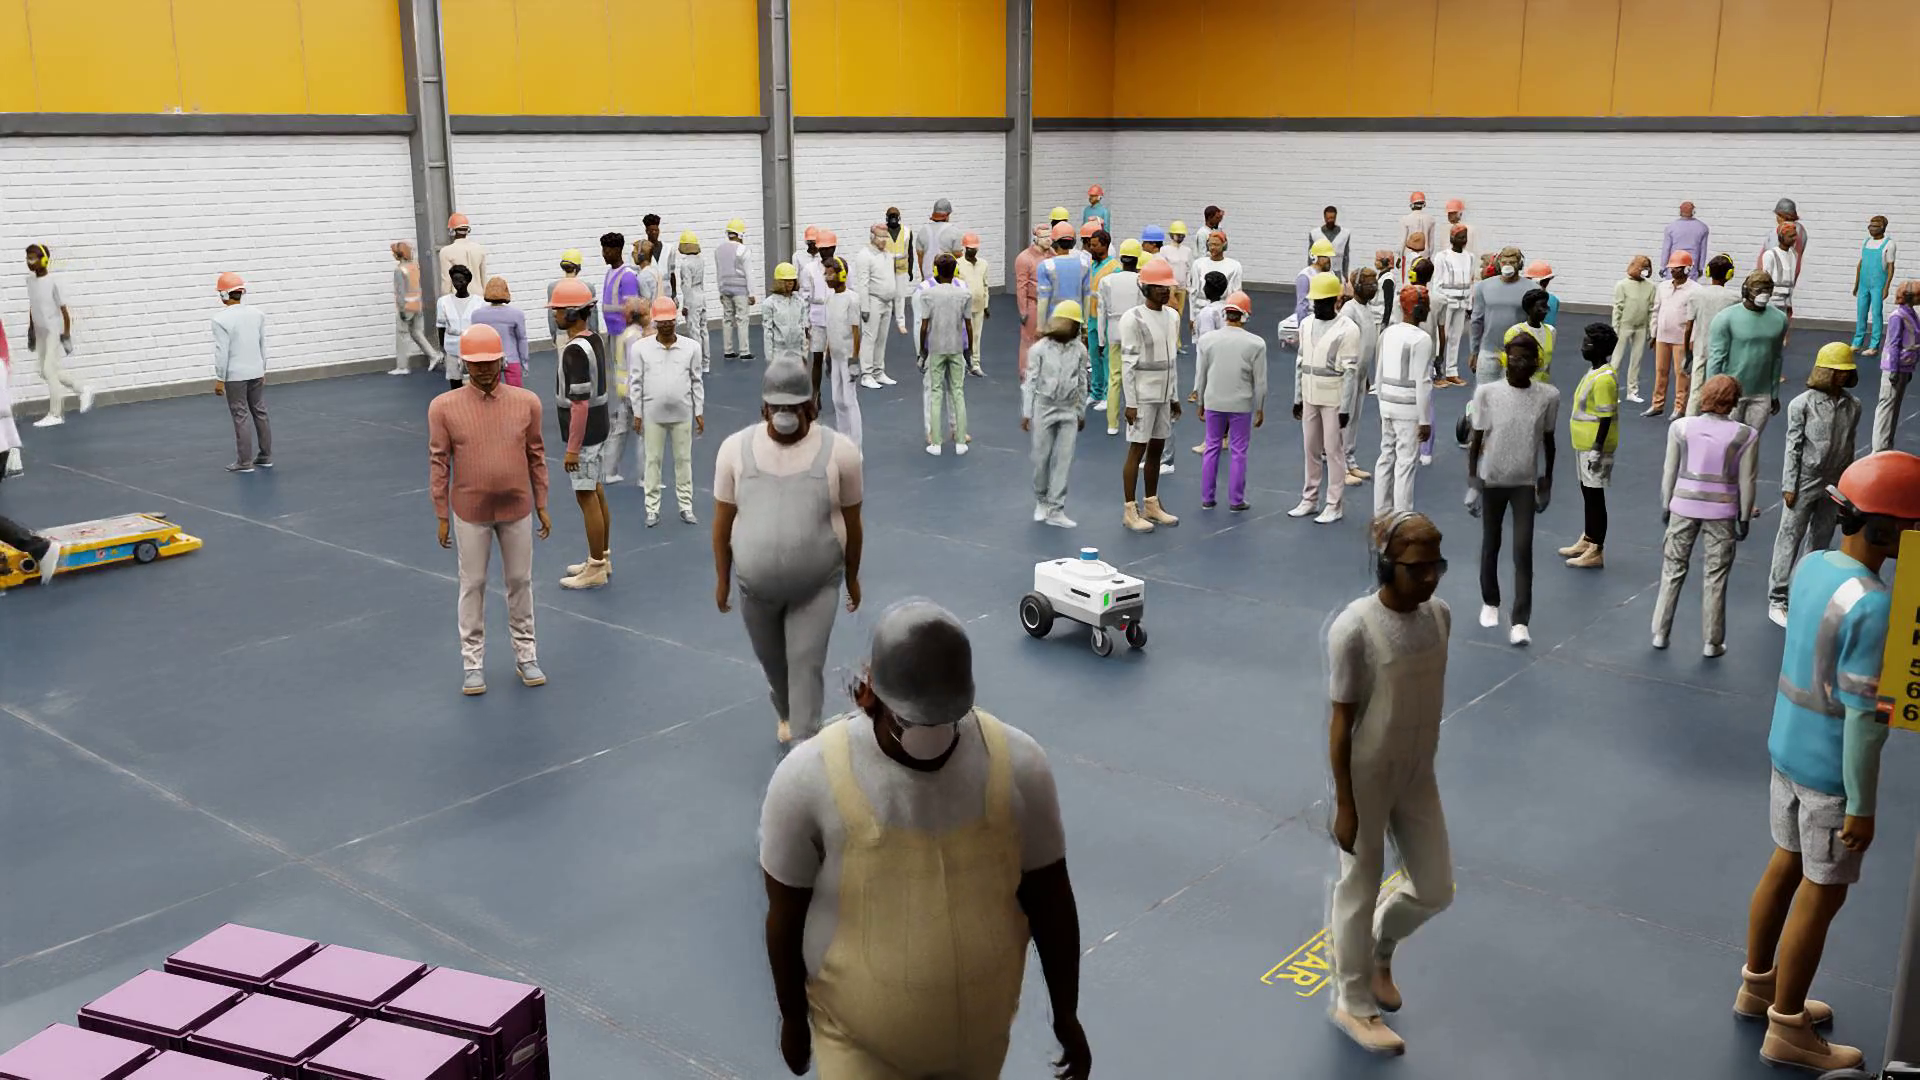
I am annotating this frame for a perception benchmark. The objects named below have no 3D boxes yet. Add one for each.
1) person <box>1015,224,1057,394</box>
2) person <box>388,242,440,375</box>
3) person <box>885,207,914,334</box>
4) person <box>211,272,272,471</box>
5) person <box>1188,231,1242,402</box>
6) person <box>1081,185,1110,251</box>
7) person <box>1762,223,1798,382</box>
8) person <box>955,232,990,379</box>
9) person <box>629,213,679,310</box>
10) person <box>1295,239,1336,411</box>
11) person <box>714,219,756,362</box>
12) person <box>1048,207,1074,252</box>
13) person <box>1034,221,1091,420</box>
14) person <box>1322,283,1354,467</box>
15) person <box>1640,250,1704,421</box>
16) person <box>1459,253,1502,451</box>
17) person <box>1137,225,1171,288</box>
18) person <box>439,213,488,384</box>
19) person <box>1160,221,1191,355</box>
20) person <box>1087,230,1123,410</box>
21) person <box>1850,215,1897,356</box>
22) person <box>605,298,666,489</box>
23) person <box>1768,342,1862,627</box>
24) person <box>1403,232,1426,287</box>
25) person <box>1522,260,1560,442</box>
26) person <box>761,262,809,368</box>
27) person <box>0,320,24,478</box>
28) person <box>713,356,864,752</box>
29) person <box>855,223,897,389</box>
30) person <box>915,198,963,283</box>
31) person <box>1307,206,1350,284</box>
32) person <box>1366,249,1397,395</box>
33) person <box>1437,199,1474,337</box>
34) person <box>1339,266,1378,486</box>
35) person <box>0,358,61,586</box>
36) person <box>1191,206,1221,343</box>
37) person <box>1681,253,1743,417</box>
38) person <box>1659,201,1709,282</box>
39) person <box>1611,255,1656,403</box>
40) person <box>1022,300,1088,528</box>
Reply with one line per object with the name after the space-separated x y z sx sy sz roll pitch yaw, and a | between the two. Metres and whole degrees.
0.926 -2.637 18.984 0.640 1.910 0.401 -11 18 -38 | person
-6.713 -2.829 20.326 0.570 1.623 0.531 2 14 10 | person
-0.975 -3.928 24.275 0.621 1.845 0.430 -3 14 -12 | person
-6.356 -1.482 14.677 0.326 1.752 0.561 6 15 21 | person
2.782 -2.434 18.222 0.573 1.883 0.354 6 15 23 | person
2.308 -5.083 28.573 0.375 1.997 0.612 -12 19 -40 | person
9.662 -2.798 19.677 0.575 1.883 0.362 -9 16 -31 | person
0.127 -2.817 20.013 0.575 1.749 0.334 -9 17 -33 | person
-3.711 -2.978 20.225 0.613 1.963 0.361 -8 16 -30 | person
3.818 -2.296 17.773 0.601 1.830 0.403 -13 19 -43 | person
-2.887 -3.218 21.479 0.596 1.825 0.403 9 17 32 | person
1.356 -3.523 22.480 0.370 1.928 0.585 4 15 15 | person
1.043 -2.240 17.122 0.615 2.043 0.373 -7 15 -25 | person
3.384 -1.466 14.846 0.309 1.639 0.523 -2 14 -8 | person
7.376 -2.112 17.193 0.330 1.750 0.573 -9 17 -32 | person
4.968 -1.755 15.583 0.390 1.846 0.565 9 16 31 | person
2.099 -2.443 18.126 0.391 1.948 0.605 1 14 6 | person
-5.852 -2.847 19.644 0.381 1.994 0.613 11 18 39 | person
2.840 -3.324 22.006 0.524 1.772 0.312 -7 16 -27 | person
1.526 -2.359 17.849 0.378 1.917 0.597 -8 16 -28 | person
12.065 -3.360 21.996 0.328 1.844 0.513 -6 15 -22 | person
-2.778 -1.225 13.973 0.510 1.607 0.561 -3 14 -12 | person
5.221 -0.333 10.109 0.486 1.744 0.294 -3 14 -14 | person
5.982 -3.236 21.929 0.279 1.634 0.499 0 14 0 | person
5.469 -1.783 15.878 0.327 1.752 0.563 11 18 38 | person
-1.643 -1.754 15.787 0.484 1.744 0.294 -13 19 -41 | person
-8.428 -1.412 14.428 0.353 1.738 0.575 -9 17 -32 | person
-0.798 0.092 7.808 0.690 2.000 0.942 1 14 5 | person
-0.944 -2.724 19.347 0.400 1.900 0.644 8 16 28 | person
-0.225 -3.615 22.618 0.675 2.000 0.537 8 16 28 | person
5.245 -3.811 23.738 0.603 1.879 0.601 1 14 4 | person
4.780 -2.462 18.828 0.310 1.638 0.522 1 14 5 | person
7.024 -3.870 23.761 0.437 1.976 0.651 -7 16 -26 | person
3.367 -1.396 14.150 0.351 1.846 0.507 9 17 32 | person
-6.224 -0.559 10.741 0.667 1.872 0.650 -1 14 -4 | person
3.436 -3.707 23.263 0.389 1.910 0.590 6 15 22 | person
6.861 -1.668 15.183 0.518 1.874 0.326 11 18 38 | person
10.702 -4.056 24.663 0.643 1.905 0.399 2 14 7 | person
7.384 -2.310 18.256 0.502 1.628 0.277 -2 14 -10 | person
0.711 -0.963 12.672 0.567 1.711 0.517 -5 15 -20 | person
